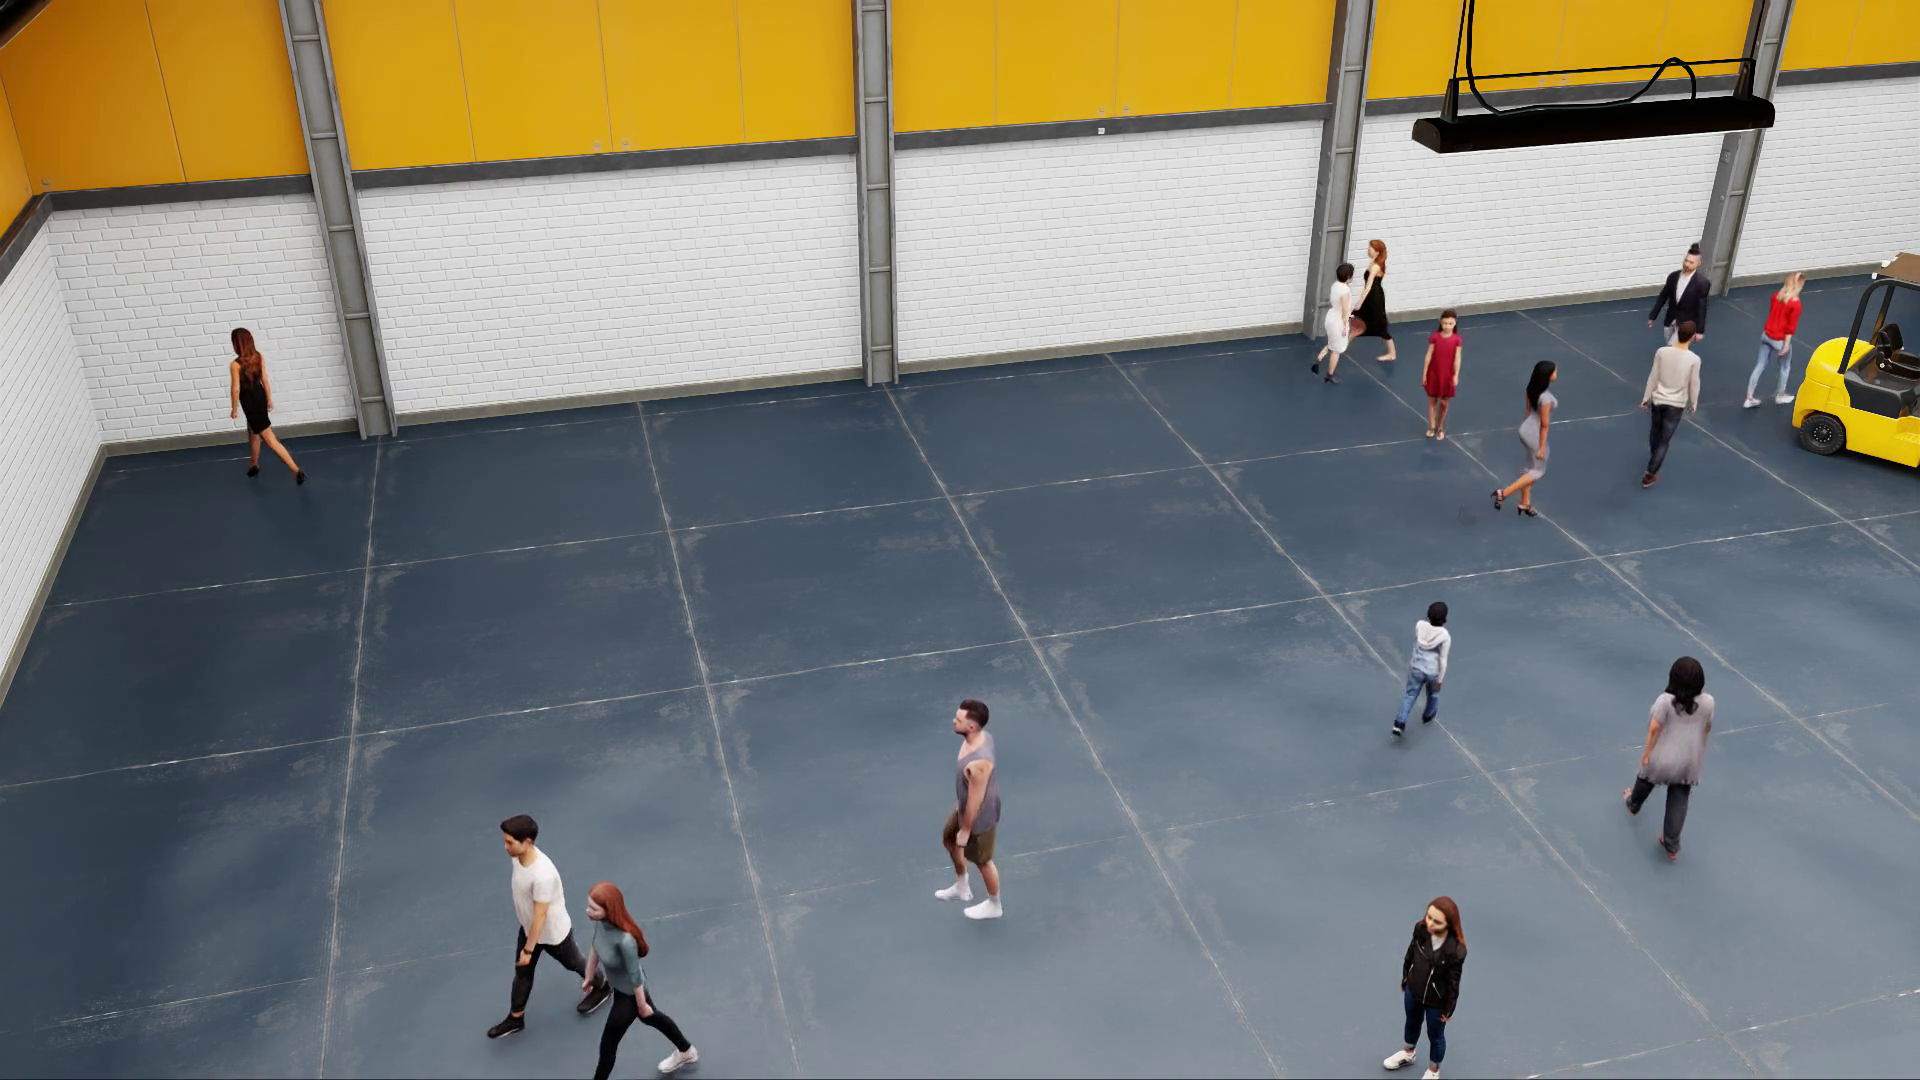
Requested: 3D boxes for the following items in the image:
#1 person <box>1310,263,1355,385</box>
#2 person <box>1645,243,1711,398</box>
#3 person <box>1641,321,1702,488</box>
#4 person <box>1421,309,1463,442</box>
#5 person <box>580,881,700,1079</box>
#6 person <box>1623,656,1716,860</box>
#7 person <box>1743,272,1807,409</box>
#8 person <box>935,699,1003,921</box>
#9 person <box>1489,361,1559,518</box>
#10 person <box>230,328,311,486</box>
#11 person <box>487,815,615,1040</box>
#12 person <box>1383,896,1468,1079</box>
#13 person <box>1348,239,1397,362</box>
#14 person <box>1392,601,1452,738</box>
[{"bbox_3d":[4.543,-2.627,20.346,0.697,1.541,0.600,-5,29,-9],"label":"person"},{"bbox_3d":[8.708,-2.634,19.950,0.884,1.933,0.927,-13,31,-23],"label":"person"},{"bbox_3d":[7.568,-1.424,17.838,1.040,1.830,1.190,21,35,33],"label":"person"},{"bbox_3d":[5.528,-1.935,19.074,0.716,1.544,0.771,10,30,18],"label":"person"},{"bbox_3d":[-1.983,2.773,10.297,1.234,1.685,0.805,-15,32,-26],"label":"person"},{"bbox_3d":[5.376,1.649,12.478,1.050,1.568,0.895,1,29,3],"label":"person"},{"bbox_3d":[9.584,-2.337,19.671,0.936,1.678,0.719,-13,31,-23],"label":"person"},{"bbox_3d":[0.196,1.894,11.527,0.769,1.829,0.691,-2,29,-4],"label":"person"},{"bbox_3d":[5.824,-1.009,17.143,0.837,1.767,0.635,-4,29,-7],"label":"person"},{"bbox_3d":[-7.435,-1.348,17.740,1.177,1.791,1.042,12,31,20],"label":"person"},{"bbox_3d":[-2.621,2.481,10.844,1.191,1.672,0.954,-24,37,-37],"label":"person"},{"bbox_3d":[2.955,2.814,10.434,0.606,1.481,0.617,-20,34,-32],"label":"person"},{"bbox_3d":[5.284,-2.977,20.952,1.155,1.575,0.863,5,29,10],"label":"person"},{"bbox_3d":[3.852,1.083,13.852,0.803,1.246,0.922,20,34,31],"label":"person"}]
